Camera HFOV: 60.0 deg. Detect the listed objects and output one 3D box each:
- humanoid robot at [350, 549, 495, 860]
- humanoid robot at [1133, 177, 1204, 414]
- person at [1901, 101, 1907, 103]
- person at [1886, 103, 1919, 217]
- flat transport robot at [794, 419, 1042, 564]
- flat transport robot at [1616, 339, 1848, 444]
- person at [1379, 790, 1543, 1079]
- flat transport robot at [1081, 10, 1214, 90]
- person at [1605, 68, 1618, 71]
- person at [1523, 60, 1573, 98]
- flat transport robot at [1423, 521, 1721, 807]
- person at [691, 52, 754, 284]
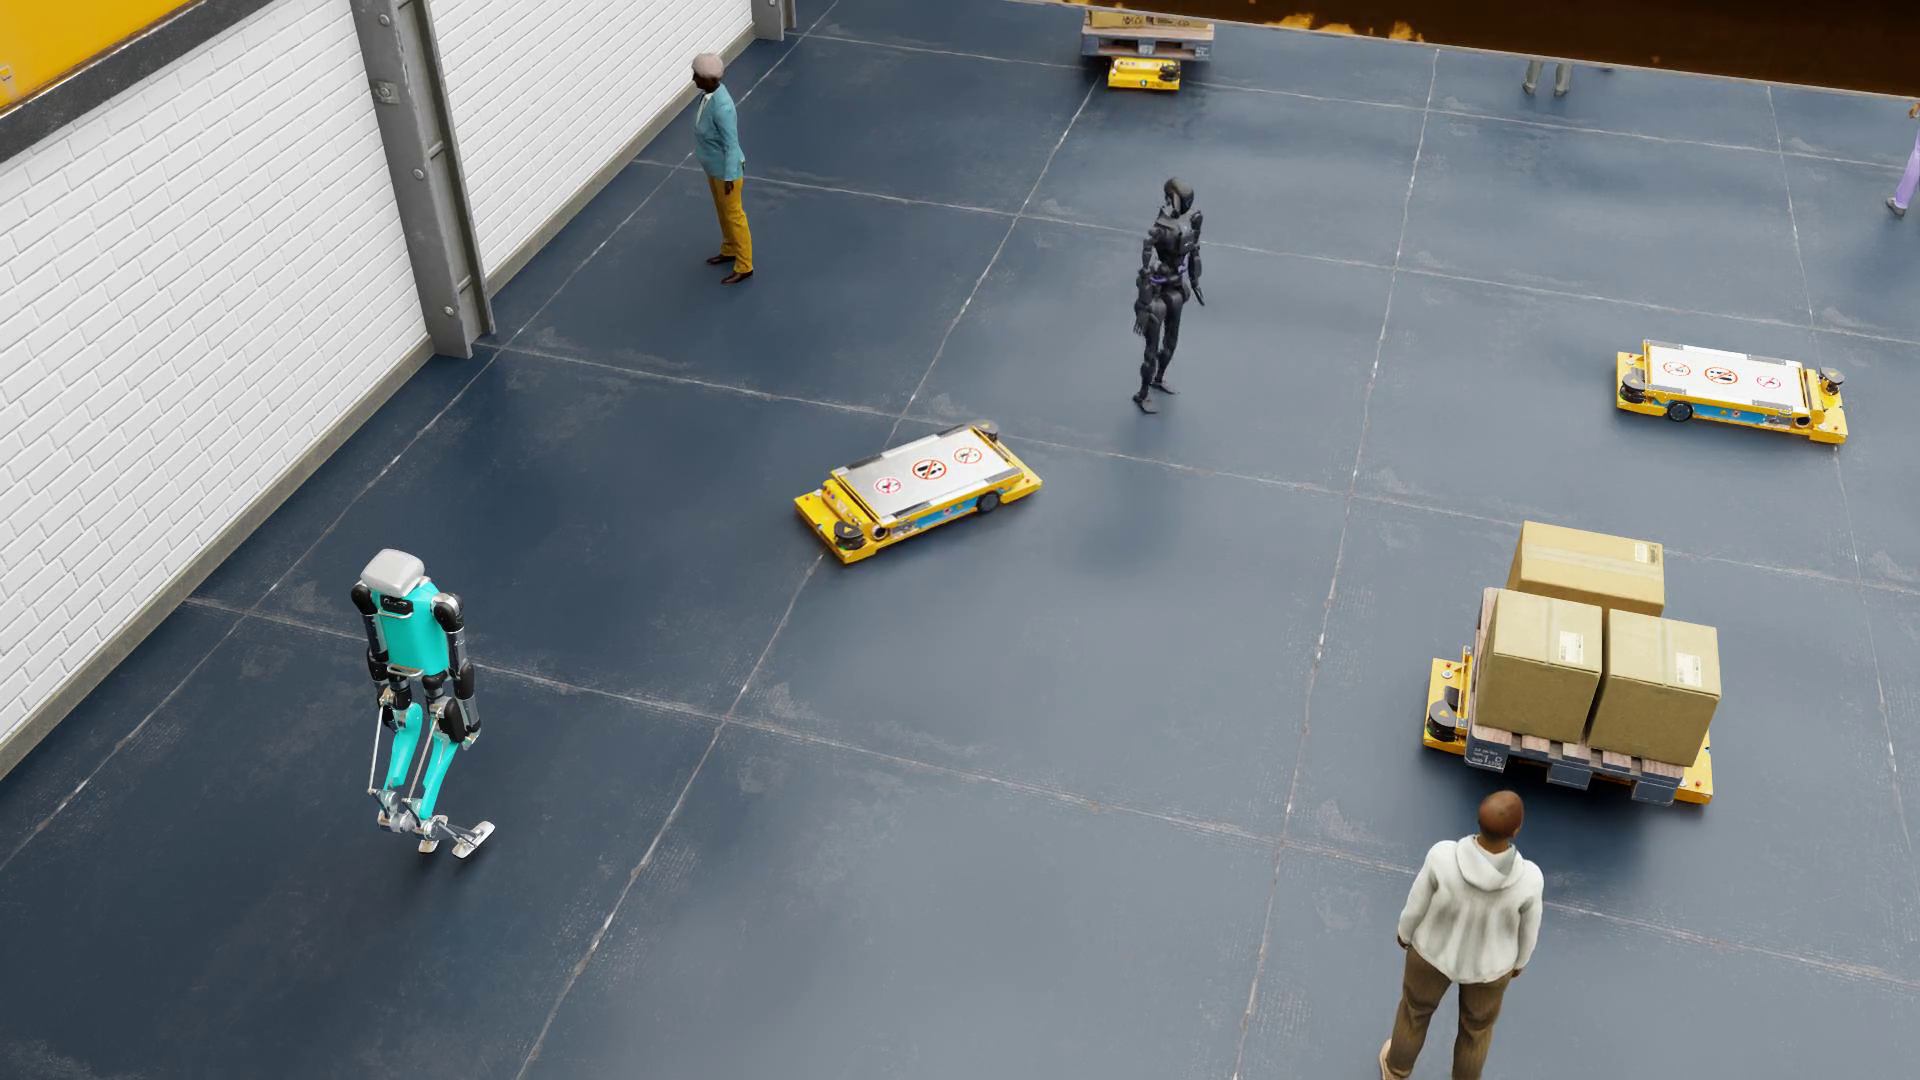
[{"bbox_3d":[-2.542,0.880,7.631,0.533,1.677,0.735,11,40,13],"label":"humanoid robot"},{"bbox_3d":[1.360,-1.632,10.915,0.590,1.648,0.364,-30,48,-32],"label":"humanoid robot"},{"bbox_3d":[8.495,-4.952,14.963,0.644,1.788,0.918,-4,39,-5],"label":"person"},{"bbox_3d":[7.730,-3.372,12.940,0.563,1.844,0.385,12,40,15],"label":"person"},{"bbox_3d":[-0.256,-0.322,10.405,1.431,0.231,0.659,-21,43,-24],"label":"flat transport robot"},{"bbox_3d":[5.212,-1.013,11.264,1.431,0.231,0.659,11,40,13],"label":"flat transport robot"},{"bbox_3d":[2.017,1.686,6.711,0.522,1.766,0.368,12,40,15],"label":"person"},{"bbox_3d":[1.782,-4.655,15.795,0.659,0.231,1.431,5,39,6],"label":"flat transport robot"},{"bbox_3d":[6.194,-5.257,15.287,0.544,1.835,0.936,-3,39,-4],"label":"person"},{"bbox_3d":[5.369,-4.844,14.771,0.563,1.844,0.385,12,40,15],"label":"person"},{"bbox_3d":[3.216,0.963,8.806,1.431,0.231,0.659,11,40,13],"label":"flat transport robot"},{"bbox_3d":[-1.765,-2.728,12.213,0.340,1.751,0.536,-15,41,-18],"label":"person"}]
